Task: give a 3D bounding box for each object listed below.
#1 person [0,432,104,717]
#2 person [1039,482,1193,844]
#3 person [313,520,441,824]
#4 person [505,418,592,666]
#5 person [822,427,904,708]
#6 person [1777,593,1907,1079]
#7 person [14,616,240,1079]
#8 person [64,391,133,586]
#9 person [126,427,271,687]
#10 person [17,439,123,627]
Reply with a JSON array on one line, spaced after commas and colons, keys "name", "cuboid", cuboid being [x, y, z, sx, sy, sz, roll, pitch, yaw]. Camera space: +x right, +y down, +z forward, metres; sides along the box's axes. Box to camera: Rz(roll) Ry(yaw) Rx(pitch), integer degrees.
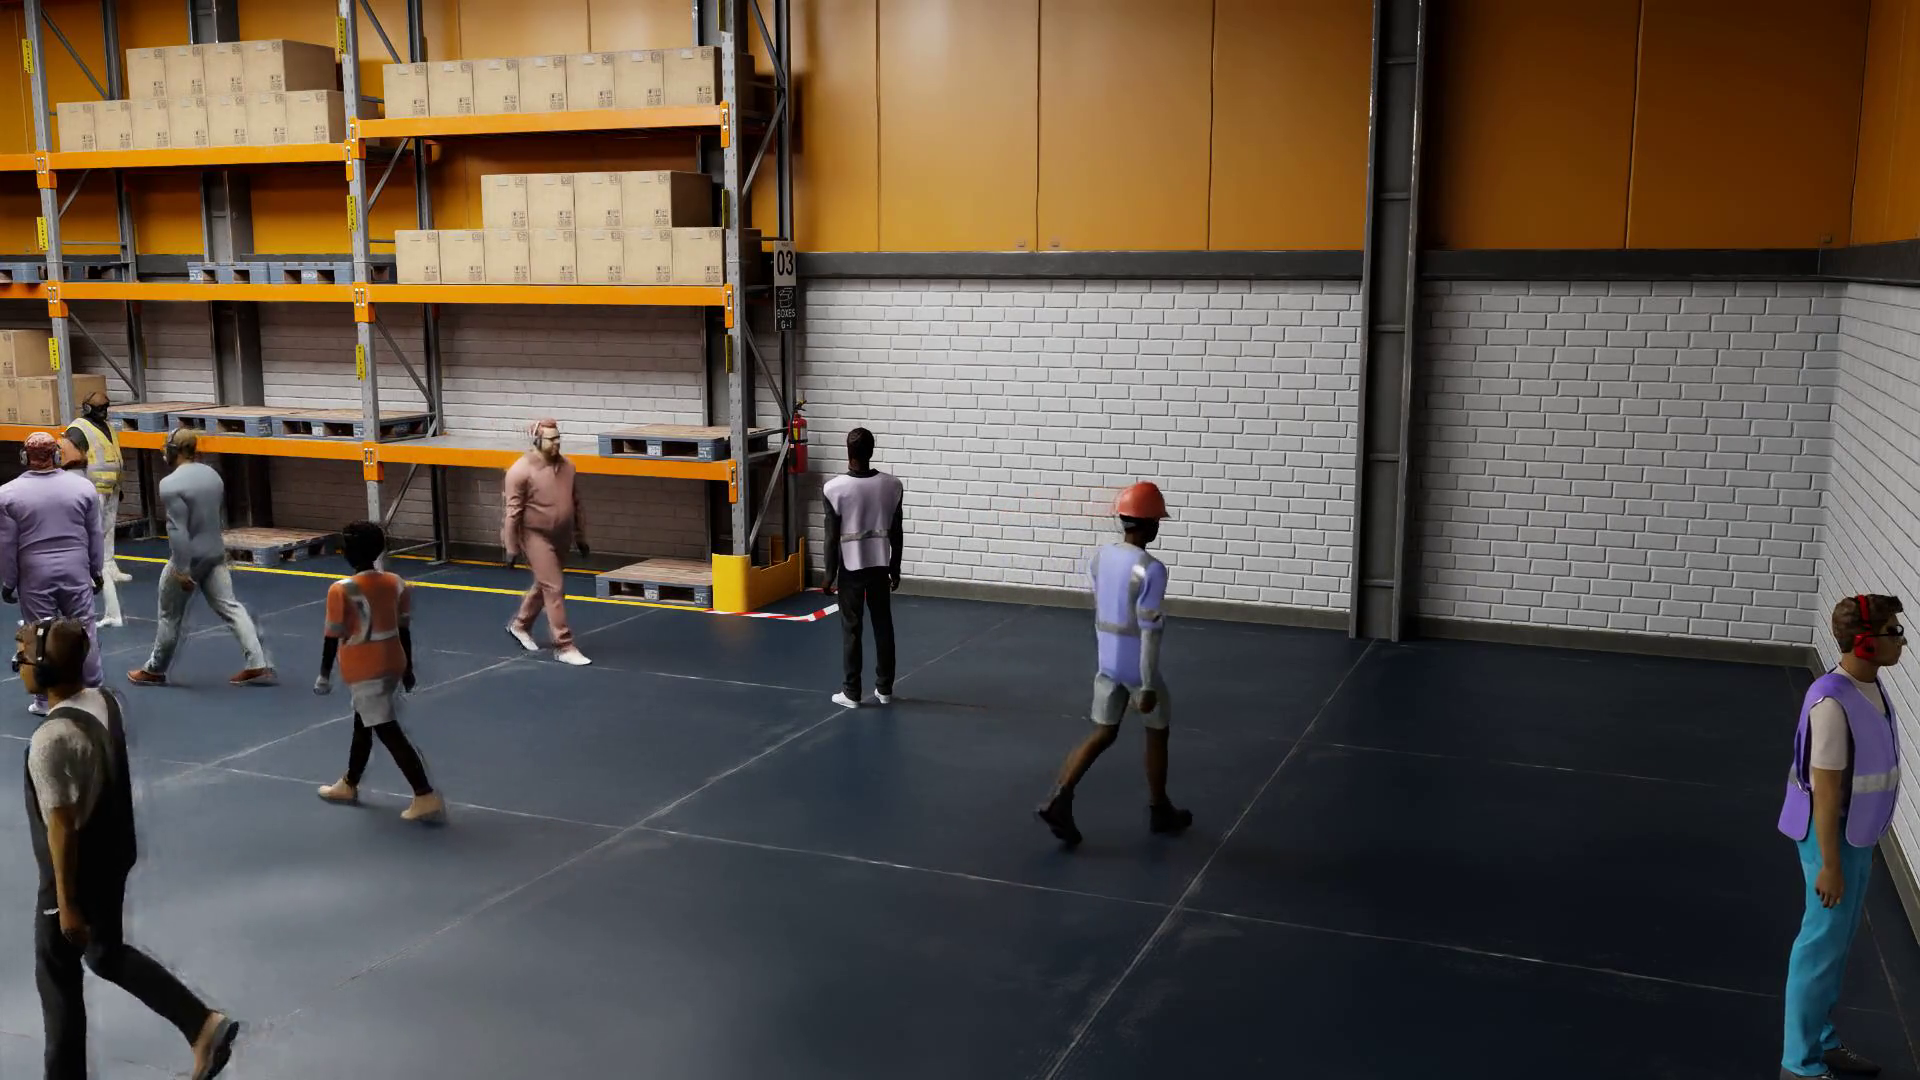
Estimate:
[{"name": "person", "cuboid": [-6.092, 0.228, 11.164, 0.639, 1.911, 0.406, -7, 12, -38]}, {"name": "person", "cuboid": [0.829, 0.646, 8.657, 0.893, 1.909, 0.555, -7, 12, -36]}, {"name": "person", "cuboid": [-3.187, 0.709, 9.056, 0.915, 1.642, 0.527, 3, 10, 19]}, {"name": "person", "cuboid": [-3.196, -0.009, 12.732, 0.954, 1.873, 0.669, 5, 11, 30]}, {"name": "person", "cuboid": [-0.660, 0.193, 11.343, 0.593, 1.920, 0.392, -5, 10, -27]}, {"name": "person", "cuboid": [3.198, 1.099, 6.055, 0.380, 1.849, 0.570, 7, 12, 38]}, {"name": "person", "cuboid": [-3.004, 1.153, 5.810, 0.711, 1.831, 0.518, 0, 9, 0]}, {"name": "person", "cuboid": [-8.098, -0.480, 15.672, 0.430, 1.838, 0.620, 1, 9, 3]}, {"name": "person", "cuboid": [-5.435, 0.132, 11.849, 1.057, 1.882, 0.634, 2, 10, 11]}, {"name": "person", "cuboid": [-7.385, -0.036, 13.713, 0.833, 1.593, 0.513, -1, 9, -8]}]
